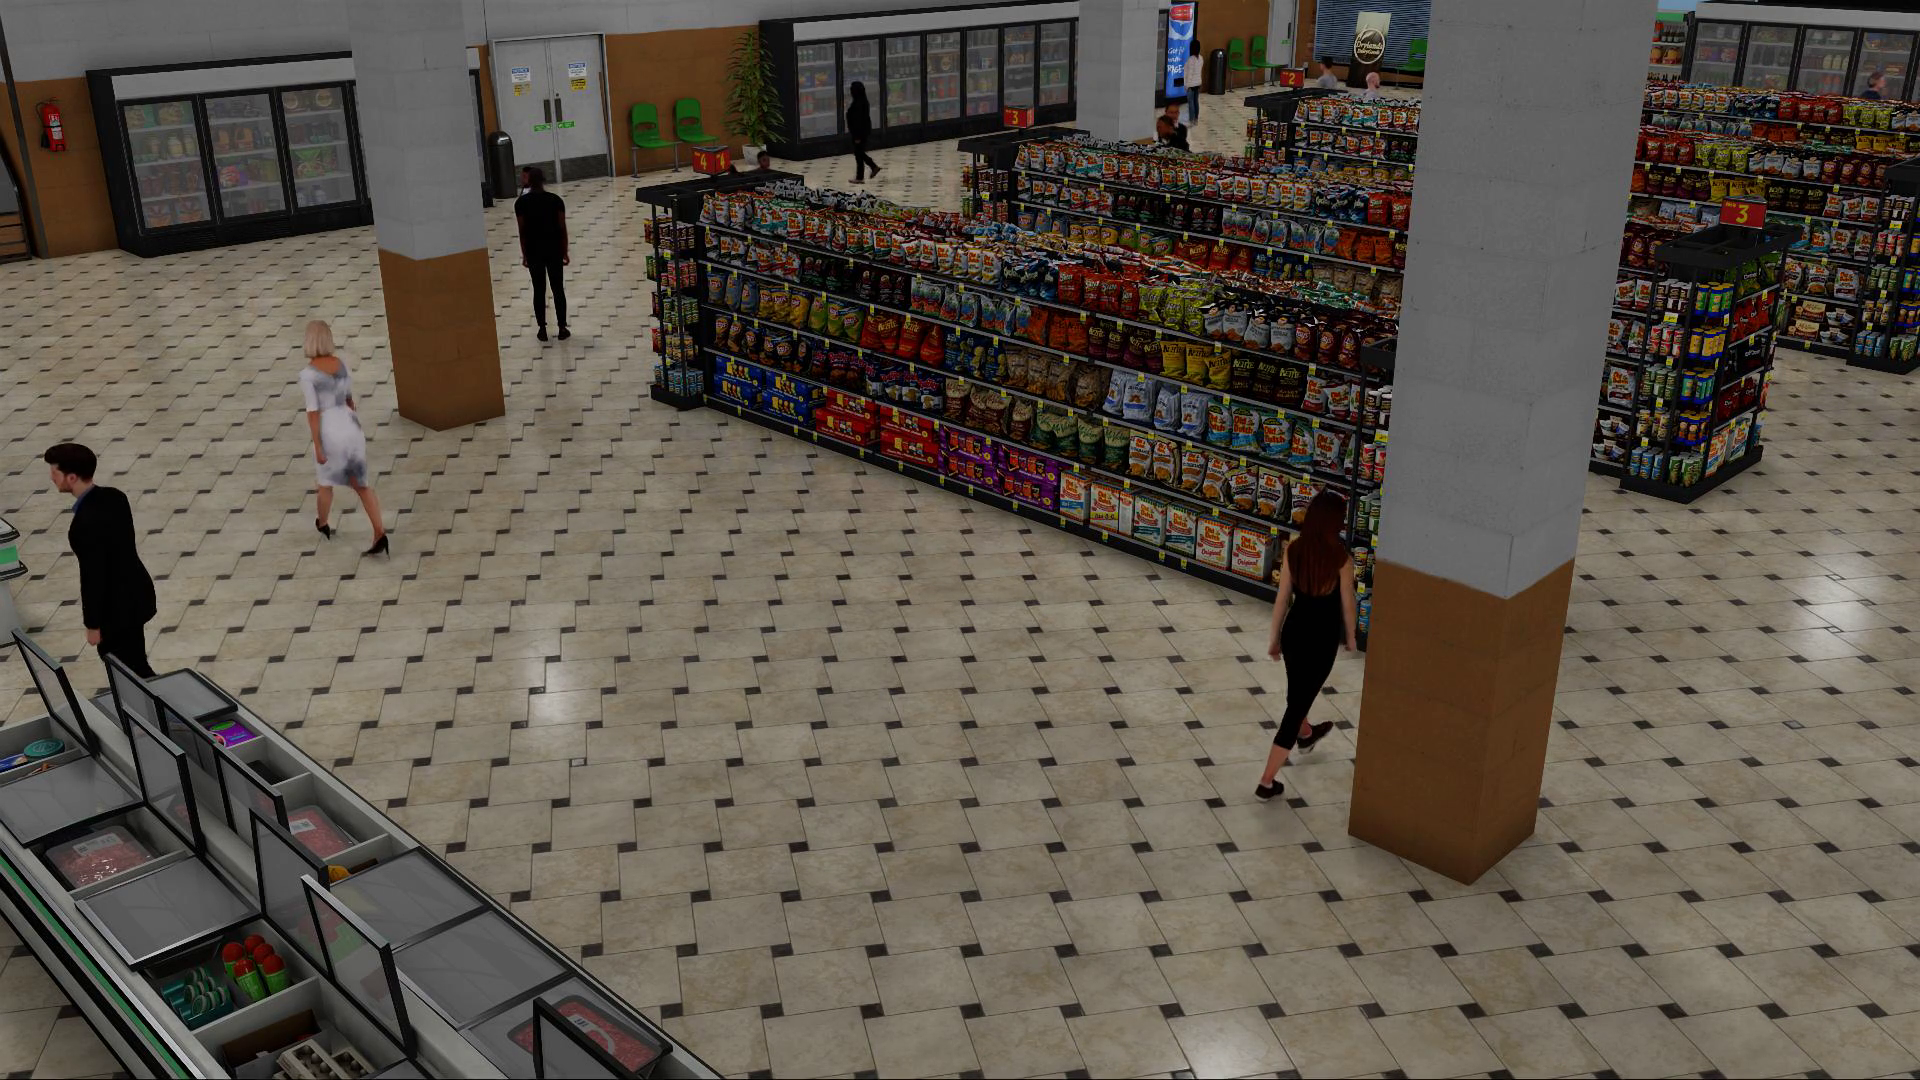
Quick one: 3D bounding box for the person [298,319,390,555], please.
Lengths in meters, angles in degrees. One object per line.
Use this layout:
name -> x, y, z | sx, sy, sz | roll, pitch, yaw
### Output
person -> -4.407, -0.682, 11.933 | 1.094, 1.701, 0.664 | 14, 26, 31

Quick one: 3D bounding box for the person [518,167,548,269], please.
person -> -5.363, -4.065, 20.932 | 0.481, 1.270, 0.589 | 17, 27, 36

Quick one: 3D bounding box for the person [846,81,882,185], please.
person -> -1.509, -6.483, 26.502 | 0.924, 1.604, 0.860 | 2, 22, 6

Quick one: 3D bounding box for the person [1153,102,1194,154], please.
person -> 2.789, -4.799, 21.914 | 1.058, 1.900, 1.144 | -3, 22, -8

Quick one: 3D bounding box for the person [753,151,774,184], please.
person -> -2.630, -4.563, 22.227 | 0.684, 1.228, 0.906 | -12, 25, -27

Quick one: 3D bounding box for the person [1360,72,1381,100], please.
person -> 6.308, -6.284, 25.701 | 0.825, 1.831, 0.727 | -4, 22, -9

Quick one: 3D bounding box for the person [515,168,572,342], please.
person -> -4.396, -3.024, 17.603 | 0.751, 1.820, 0.761 | -4, 22, -10

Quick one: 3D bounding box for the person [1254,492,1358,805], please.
person -> 1.799, 0.603, 8.771 | 1.059, 1.676, 0.611 | 18, 28, 38

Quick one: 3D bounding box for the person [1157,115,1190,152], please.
person -> 2.709, -4.347, 20.862 | 1.323, 1.845, 1.007 | 13, 25, 30

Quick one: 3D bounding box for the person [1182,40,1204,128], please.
person -> 4.581, -8.973, 32.653 | 0.581, 1.637, 0.650 | 16, 27, 34

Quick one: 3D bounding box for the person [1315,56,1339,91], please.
person -> 6.140, -7.087, 27.724 | 1.077, 1.813, 0.619 | 20, 29, 41

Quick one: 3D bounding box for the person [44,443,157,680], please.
person -> -4.537, 0.339, 9.176 | 0.888, 1.863, 0.776 | -4, 22, -9

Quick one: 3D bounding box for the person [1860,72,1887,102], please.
person -> 13.749, -6.173, 25.456 | 1.301, 1.808, 1.042 | 7, 23, 16
